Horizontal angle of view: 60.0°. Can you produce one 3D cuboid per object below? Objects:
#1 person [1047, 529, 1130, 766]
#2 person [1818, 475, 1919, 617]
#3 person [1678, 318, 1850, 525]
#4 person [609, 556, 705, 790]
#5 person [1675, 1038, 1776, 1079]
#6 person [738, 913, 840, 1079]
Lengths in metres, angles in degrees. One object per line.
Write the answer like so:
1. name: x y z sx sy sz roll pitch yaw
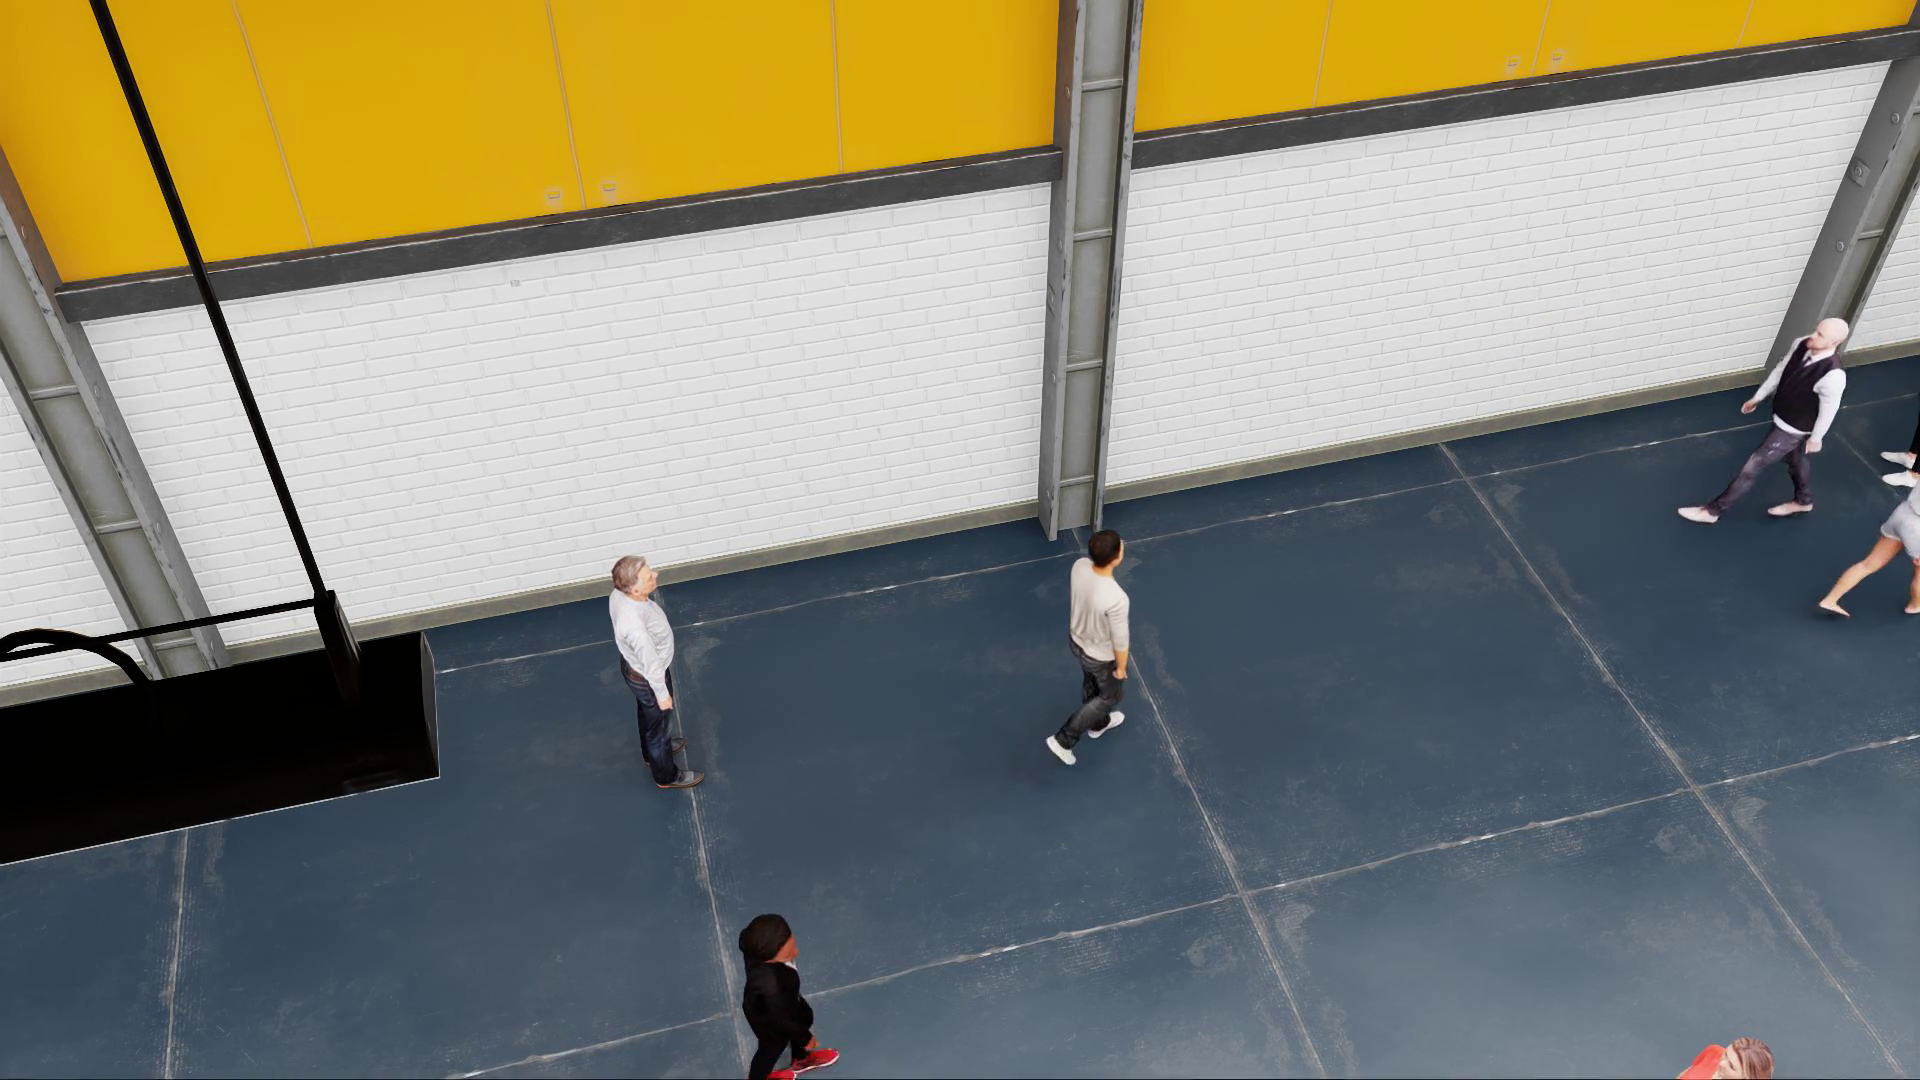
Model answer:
1. person: 0.770 0.656 9.927 1.011 1.798 0.856 -26 49 -25
2. person: 6.142 -0.074 10.839 1.073 1.597 0.660 -5 44 -5
3. person: 5.798 -0.788 11.460 1.309 1.773 0.908 -1 44 -1
4. person: -1.837 0.765 9.797 0.614 1.820 0.682 -17 46 -17
5. person: 3.422 2.803 7.749 0.543 1.694 0.606 -7 44 -7
6. person: -1.005 2.358 8.245 0.715 1.652 0.595 -12 45 -13
